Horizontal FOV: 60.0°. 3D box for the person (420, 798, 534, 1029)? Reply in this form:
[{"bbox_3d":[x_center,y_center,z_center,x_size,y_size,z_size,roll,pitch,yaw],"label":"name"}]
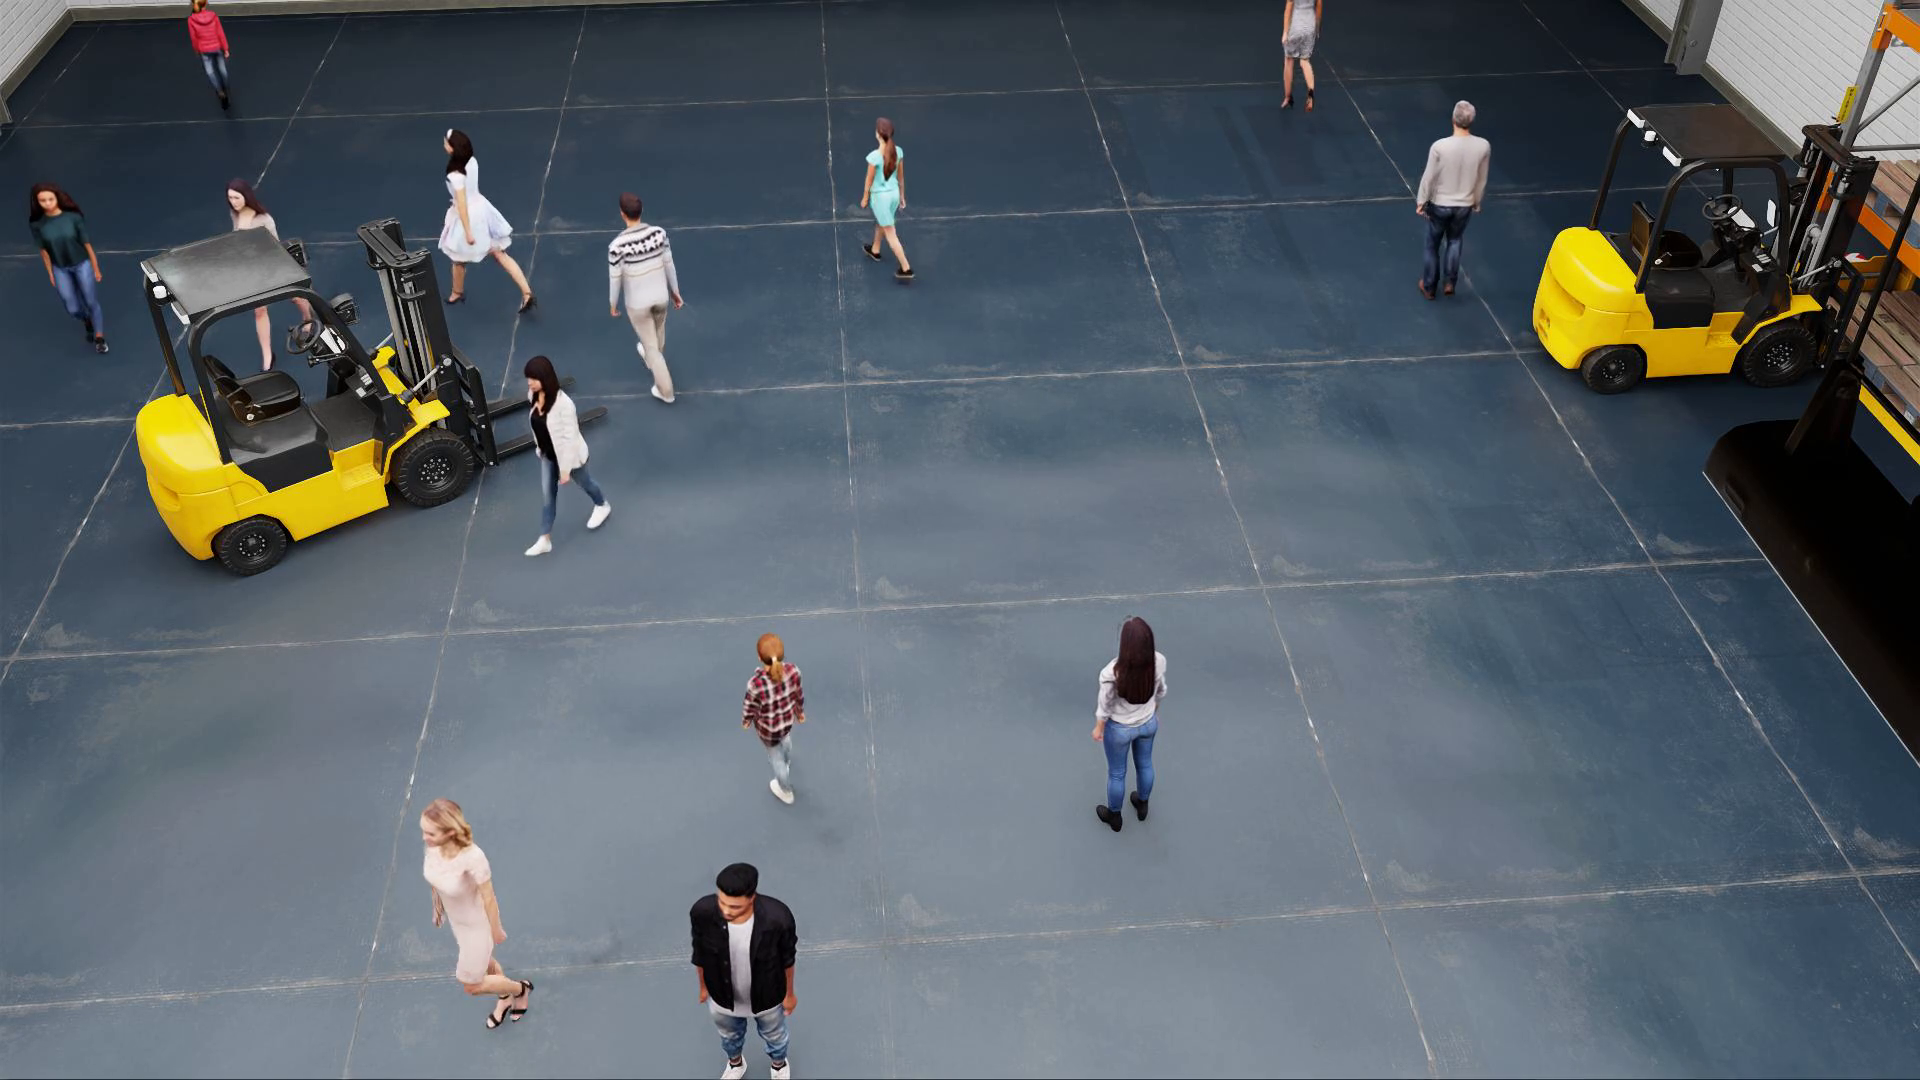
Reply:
[{"bbox_3d":[-2.514,1.961,8.846,0.736,1.818,0.797,30,47,32],"label":"person"}]

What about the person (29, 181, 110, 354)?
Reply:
[{"bbox_3d":[-7.726,-2.404,14.478,0.685,1.611,0.709,-15,41,-18],"label":"person"}]

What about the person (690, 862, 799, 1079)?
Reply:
[{"bbox_3d":[-1.086,2.241,8.509,0.732,1.803,0.660,4,39,5],"label":"person"}]

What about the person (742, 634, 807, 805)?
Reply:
[{"bbox_3d":[-1.108,1.140,10.296,0.691,1.293,0.769,-25,45,-28],"label":"person"}]

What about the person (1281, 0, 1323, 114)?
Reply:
[{"bbox_3d":[3.754,-5.476,18.171,0.679,1.803,0.975,-8,39,-10],"label":"person"}]

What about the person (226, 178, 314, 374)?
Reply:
[{"bbox_3d":[-5.918,-2.350,14.338,0.837,1.701,1.172,8,39,10],"label":"person"}]

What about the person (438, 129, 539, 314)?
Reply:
[{"bbox_3d":[-4.226,-2.771,14.811,0.980,1.769,1.218,9,39,11],"label":"person"}]

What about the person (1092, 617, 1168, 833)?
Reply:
[{"bbox_3d":[1.038,1.117,10.052,0.666,1.633,0.629,-16,41,-19],"label":"person"}]

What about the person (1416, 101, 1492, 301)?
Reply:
[{"bbox_3d":[4.436,-2.981,14.967,0.752,1.902,0.766,-1,39,-1],"label":"person"}]

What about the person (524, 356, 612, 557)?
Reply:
[{"bbox_3d":[-2.890,-0.684,12.340,0.986,1.591,1.160,19,42,22],"label":"person"}]

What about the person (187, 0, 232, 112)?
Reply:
[{"bbox_3d":[-8.336,-5.431,18.516,0.725,1.302,0.889,-20,43,-23],"label":"person"}]

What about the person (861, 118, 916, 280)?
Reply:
[{"bbox_3d":[-0.658,-3.142,15.471,0.954,1.525,1.111,-28,46,-30],"label":"person"}]

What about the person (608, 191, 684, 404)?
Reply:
[{"bbox_3d":[-2.546,-1.958,13.743,1.075,1.831,1.207,-27,46,-29],"label":"person"}]
